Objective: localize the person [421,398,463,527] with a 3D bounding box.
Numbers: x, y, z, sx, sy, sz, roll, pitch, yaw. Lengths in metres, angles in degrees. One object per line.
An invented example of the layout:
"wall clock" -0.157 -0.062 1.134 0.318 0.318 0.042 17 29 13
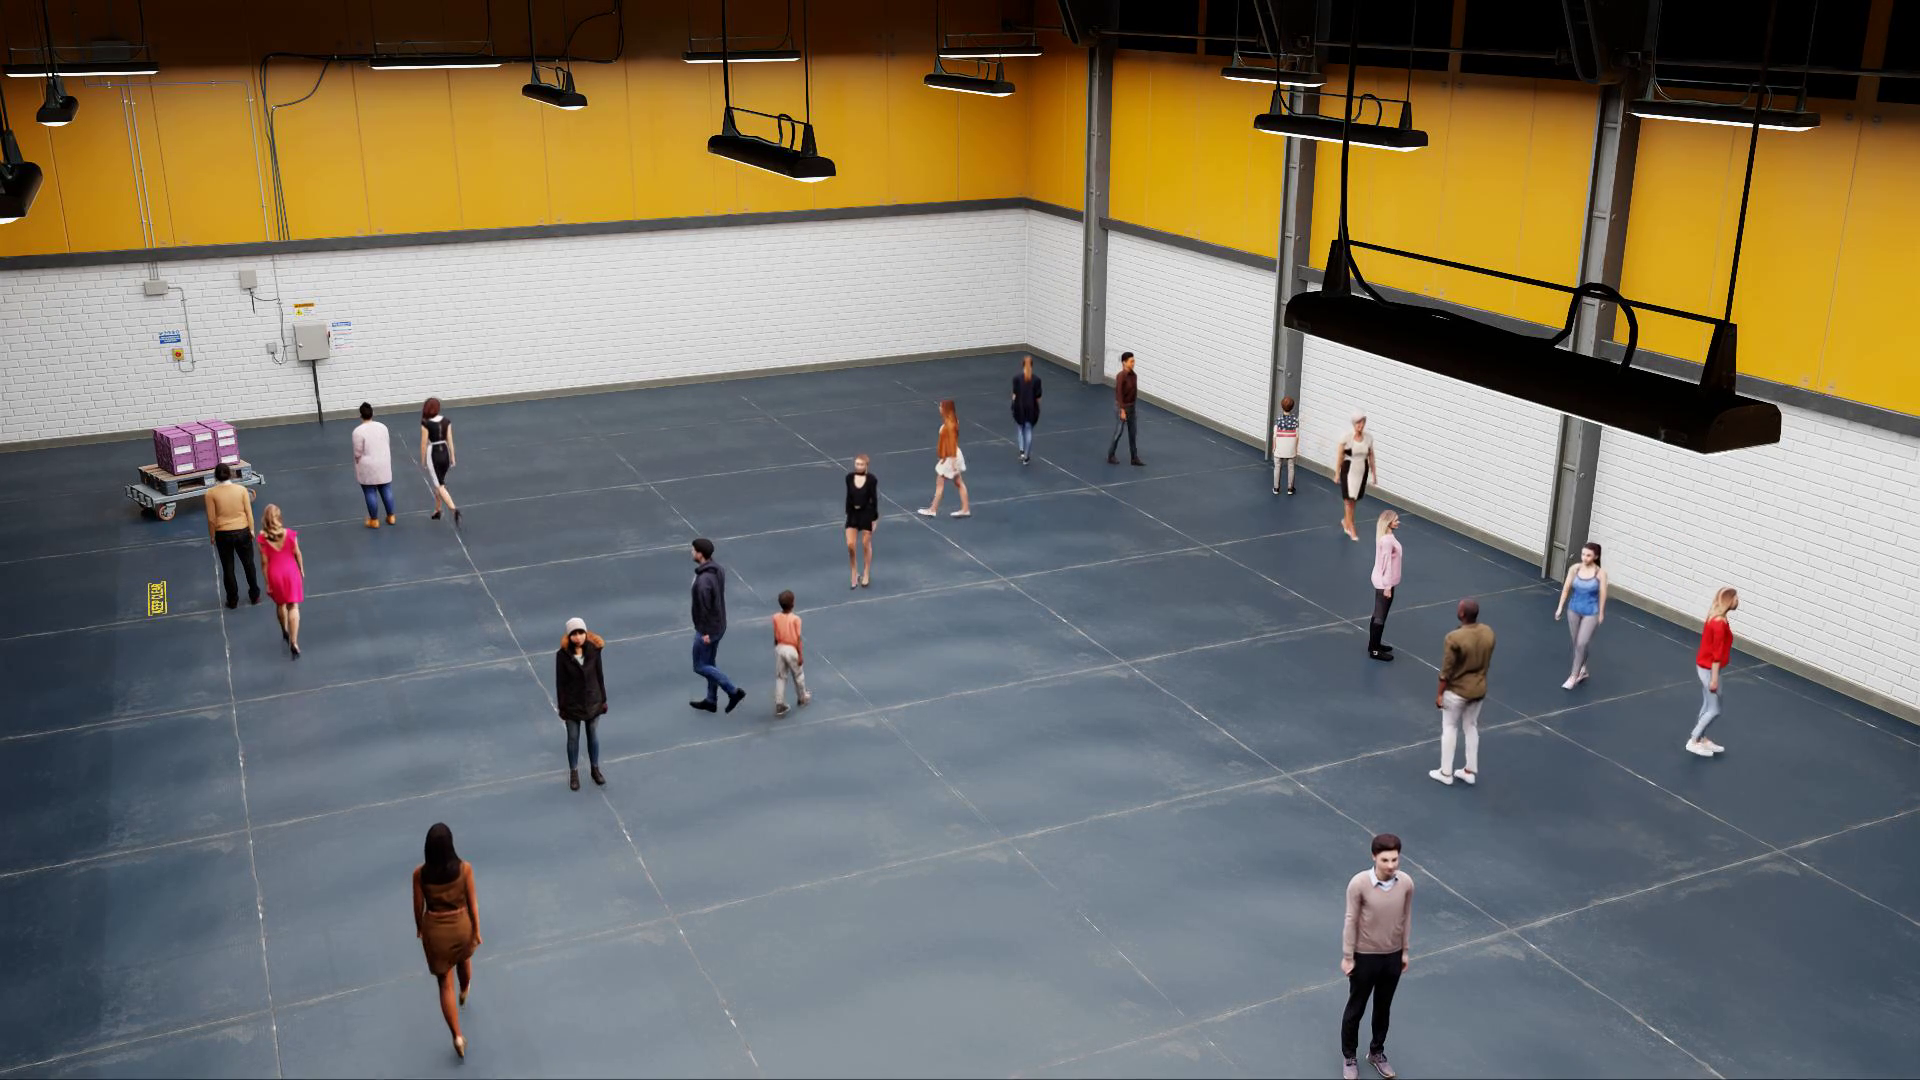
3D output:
"person" -7.040 -1.020 22.579 1.165 1.766 0.871 15 24 38

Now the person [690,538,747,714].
"person" -2.442 0.888 16.736 1.007 1.878 0.971 4 19 12

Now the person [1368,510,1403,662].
"person" 4.654 0.471 18.271 0.749 1.688 0.662 4 19 11

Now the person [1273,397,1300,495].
"person" 4.733 -1.383 24.168 0.598 1.438 0.639 4 19 12

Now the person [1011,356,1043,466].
"person" 1.013 -1.976 25.583 0.892 1.660 1.013 2 19 5

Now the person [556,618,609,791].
"person" -3.493 1.486 15.346 0.615 1.632 0.582 -8 20 -24

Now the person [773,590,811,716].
"person" -1.770 1.157 16.856 0.788 1.291 0.840 8 20 21

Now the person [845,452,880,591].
"person" -1.191 -0.260 20.351 0.764 1.747 0.825 4 19 13

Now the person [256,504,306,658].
"person" -7.423 0.462 18.296 0.669 1.691 0.951 -6 19 -16

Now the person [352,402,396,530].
"person" -7.995 -1.034 22.657 0.751 1.743 0.771 17 25 42

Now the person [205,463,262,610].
"person" -8.648 -0.064 19.759 0.685 1.753 0.602 -11 22 -30

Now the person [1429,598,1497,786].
"person" 4.680 1.398 15.306 0.752 1.824 0.646 -7 20 -19

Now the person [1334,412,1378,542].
"person" 5.235 -0.877 22.224 0.827 1.721 1.046 -3 19 -9

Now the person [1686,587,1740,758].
"person" 7.145 1.254 15.927 0.819 1.700 0.745 5 19 14

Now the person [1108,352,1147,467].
"person" 2.484 -2.006 25.497 0.952 1.771 0.824 17 25 41

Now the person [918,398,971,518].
"person" -0.035 -1.117 22.983 0.985 1.691 0.992 3 19 10

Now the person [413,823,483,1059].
"person" -3.527 2.785 11.470 0.673 1.644 1.068 -6 20 -17

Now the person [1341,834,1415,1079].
"person" 2.811 2.788 11.205 0.687 1.808 0.637 -3 19 -8

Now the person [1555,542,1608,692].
"person" 6.622 0.766 17.562 0.777 1.582 0.874 -15 24 -37
